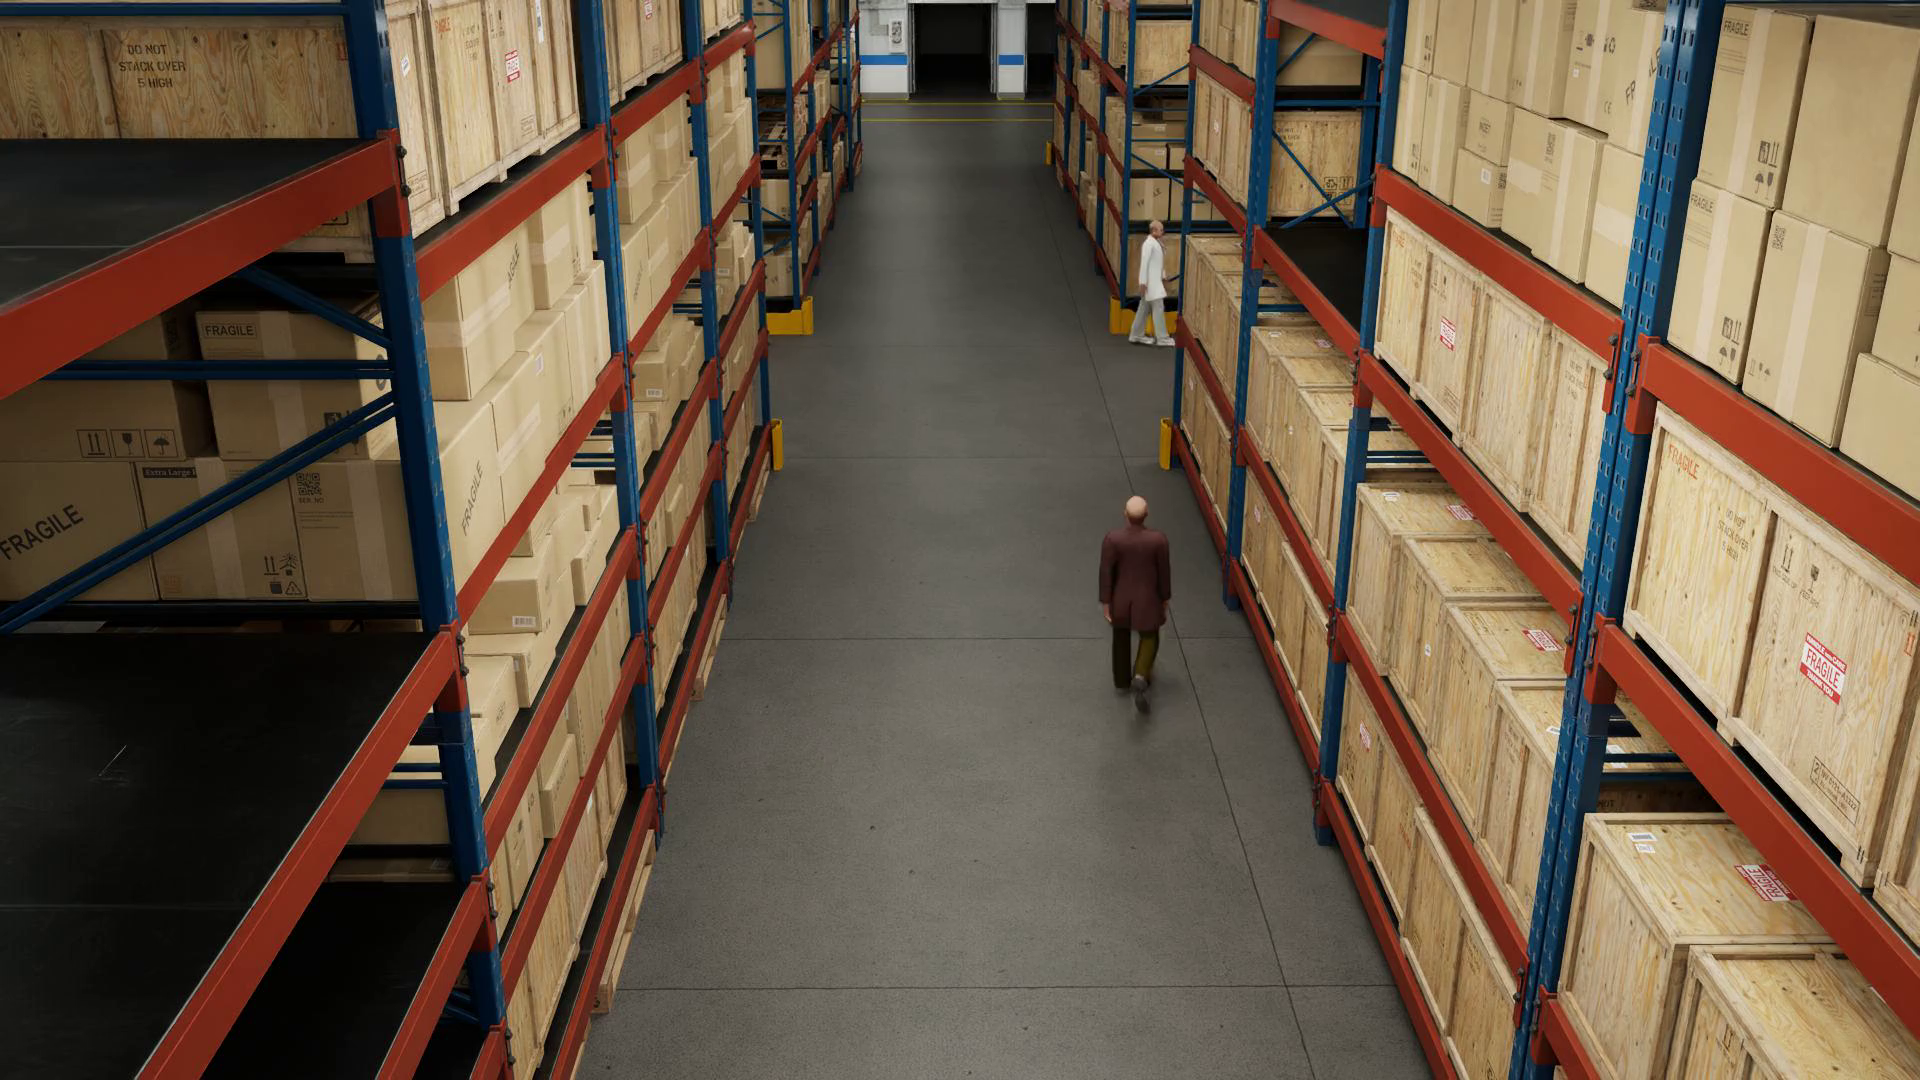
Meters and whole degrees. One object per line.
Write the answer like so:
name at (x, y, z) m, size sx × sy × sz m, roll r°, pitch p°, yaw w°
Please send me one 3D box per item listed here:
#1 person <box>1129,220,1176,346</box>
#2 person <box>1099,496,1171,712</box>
person at (2.836, -3.679, 23.780) m, size 0.780 × 1.768 × 0.635 m, roll 5°, pitch 22°, yaw 11°
person at (1.396, 0.474, 13.279) m, size 0.570 × 1.769 × 0.814 m, roll 4°, pitch 22°, yaw 10°
